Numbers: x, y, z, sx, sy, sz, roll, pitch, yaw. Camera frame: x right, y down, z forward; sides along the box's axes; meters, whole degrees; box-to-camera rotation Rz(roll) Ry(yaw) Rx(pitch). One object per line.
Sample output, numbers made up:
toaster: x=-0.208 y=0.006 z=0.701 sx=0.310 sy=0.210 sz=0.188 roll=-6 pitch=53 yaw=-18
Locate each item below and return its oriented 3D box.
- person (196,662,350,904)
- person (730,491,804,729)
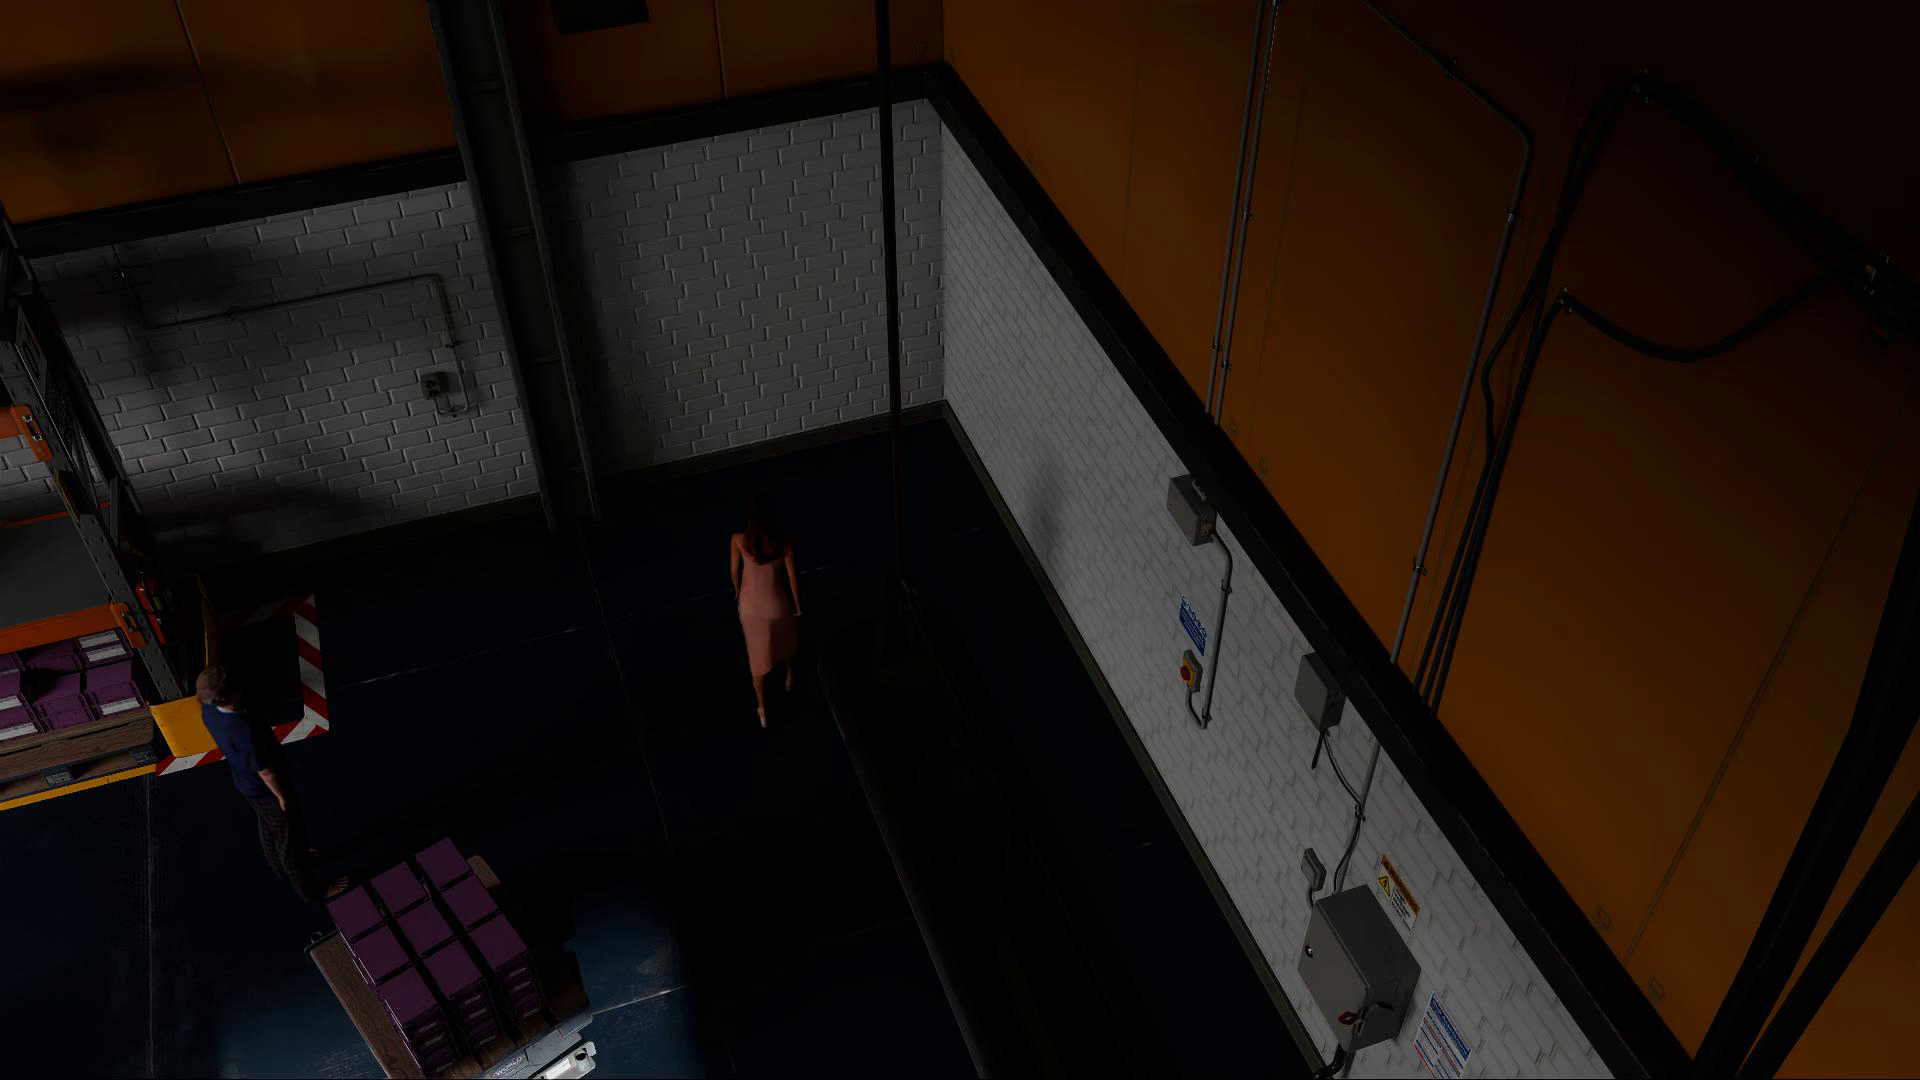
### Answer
person: x=-3.917 y=1.354 z=9.370 sx=0.697 sy=1.871 sz=0.734 roll=-34 pitch=53 yaw=-30
person: x=-1.217 y=0.433 z=10.371 sx=0.802 sy=1.825 sz=0.786 roll=-1 pitch=44 yaw=-1
